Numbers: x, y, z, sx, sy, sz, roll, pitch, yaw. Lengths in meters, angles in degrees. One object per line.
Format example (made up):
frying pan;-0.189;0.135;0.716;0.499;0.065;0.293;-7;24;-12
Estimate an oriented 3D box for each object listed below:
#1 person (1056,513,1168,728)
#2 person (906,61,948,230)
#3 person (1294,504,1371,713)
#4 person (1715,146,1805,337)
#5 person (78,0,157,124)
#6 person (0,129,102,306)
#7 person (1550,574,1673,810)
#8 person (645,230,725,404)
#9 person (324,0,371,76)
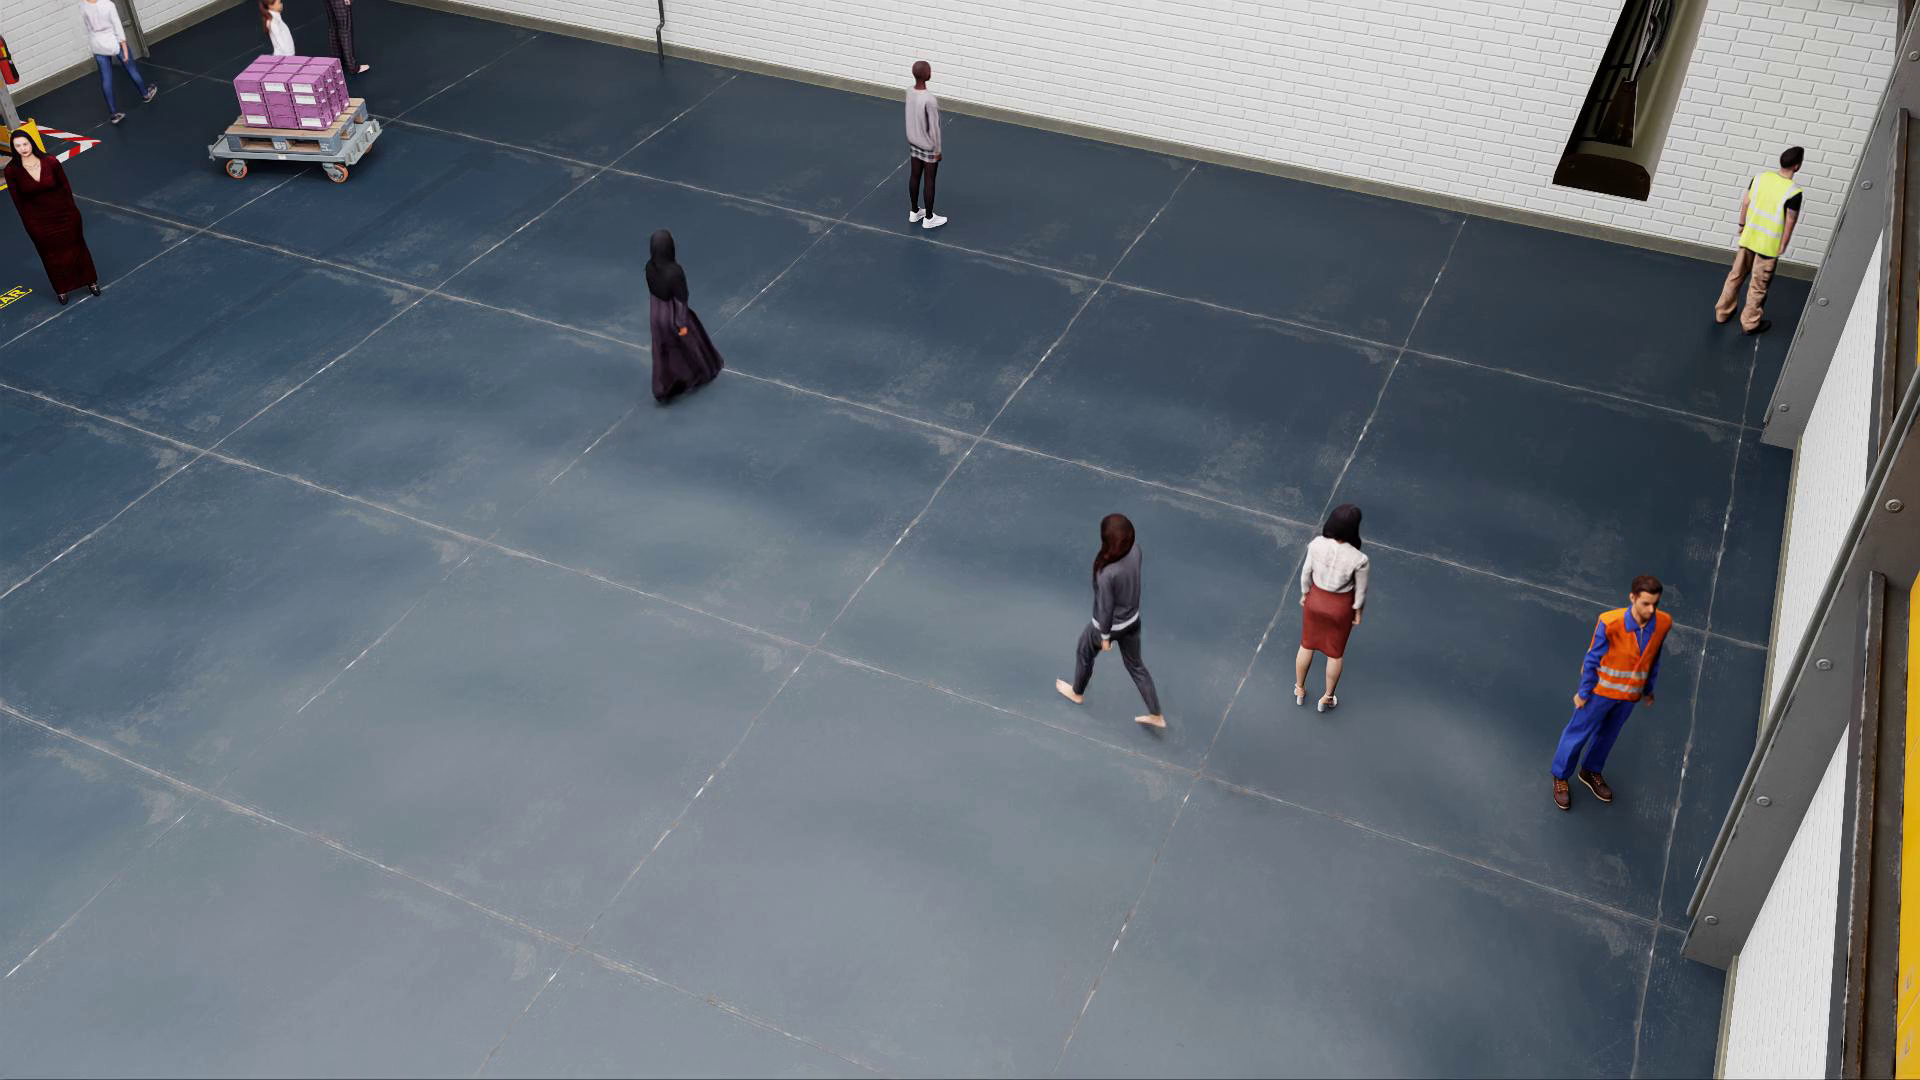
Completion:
person;1.134;0.578;11.246;0.930;1.733;1.127;31;48;33
person;-0.383;-4.056;17.019;0.666;1.772;0.686;-30;48;-32
person;2.527;0.470;11.368;0.614;1.751;0.524;19;43;23
person;7.429;-2.781;15.363;0.896;1.846;0.849;-20;43;-24
person;-9.804;-5.627;19.064;0.938;1.674;1.193;1;39;1
person;-8.647;-3.082;15.810;0.727;1.757;0.832;-23;44;-26
person;4.189;0.952;10.674;0.788;1.863;0.807;-5;39;-7
person;-2.572;-1.925;14.482;0.744;1.607;1.053;25;45;27
person;-7.576;-6.597;20.122;0.703;1.868;0.625;26;46;29
